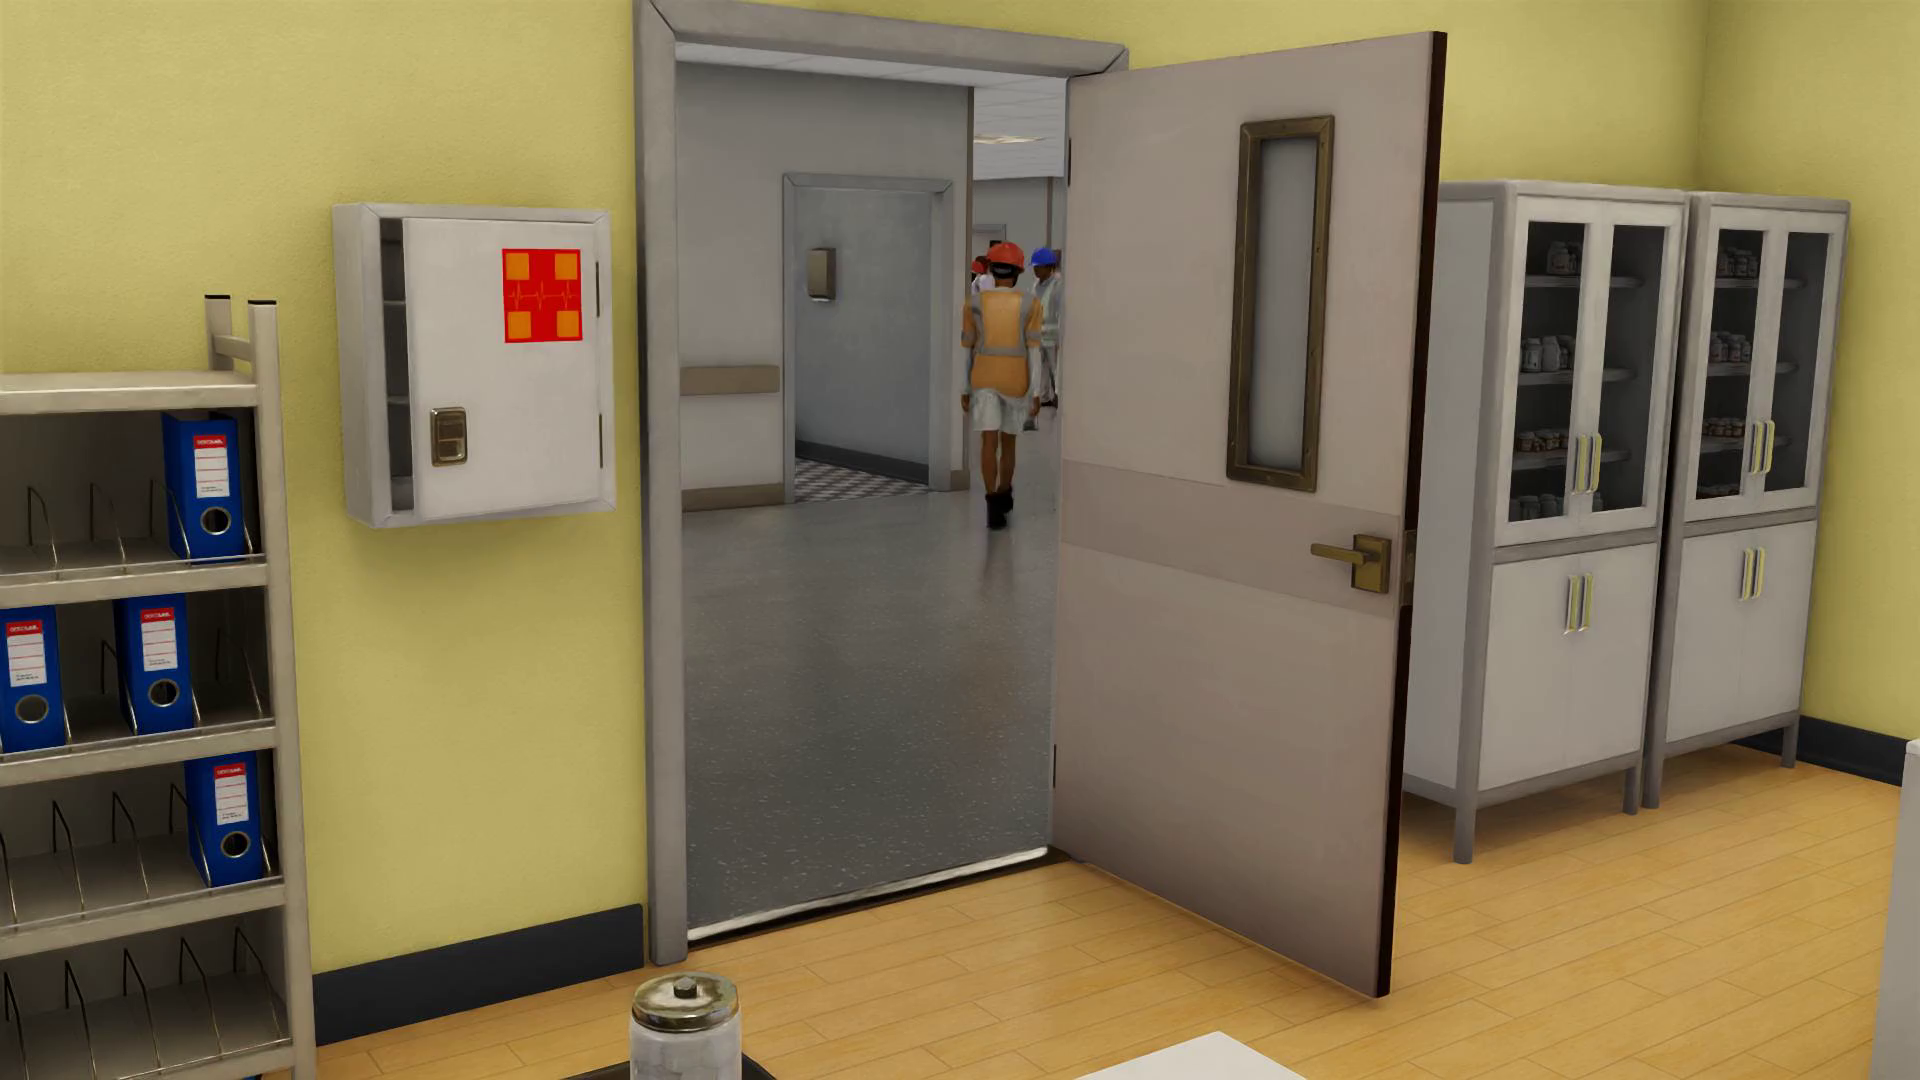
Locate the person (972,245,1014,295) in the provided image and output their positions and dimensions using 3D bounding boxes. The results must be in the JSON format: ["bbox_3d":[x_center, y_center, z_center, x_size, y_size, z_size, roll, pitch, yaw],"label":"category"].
[{"bbox_3d":[0.402,-2.414,19.128,0.545,1.938,0.359,6,11,29],"label":"person"}]

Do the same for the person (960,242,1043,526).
[{"bbox_3d":[0.267,-1.047,11.149,0.560,1.886,1.014,2,10,5],"label":"person"}]
